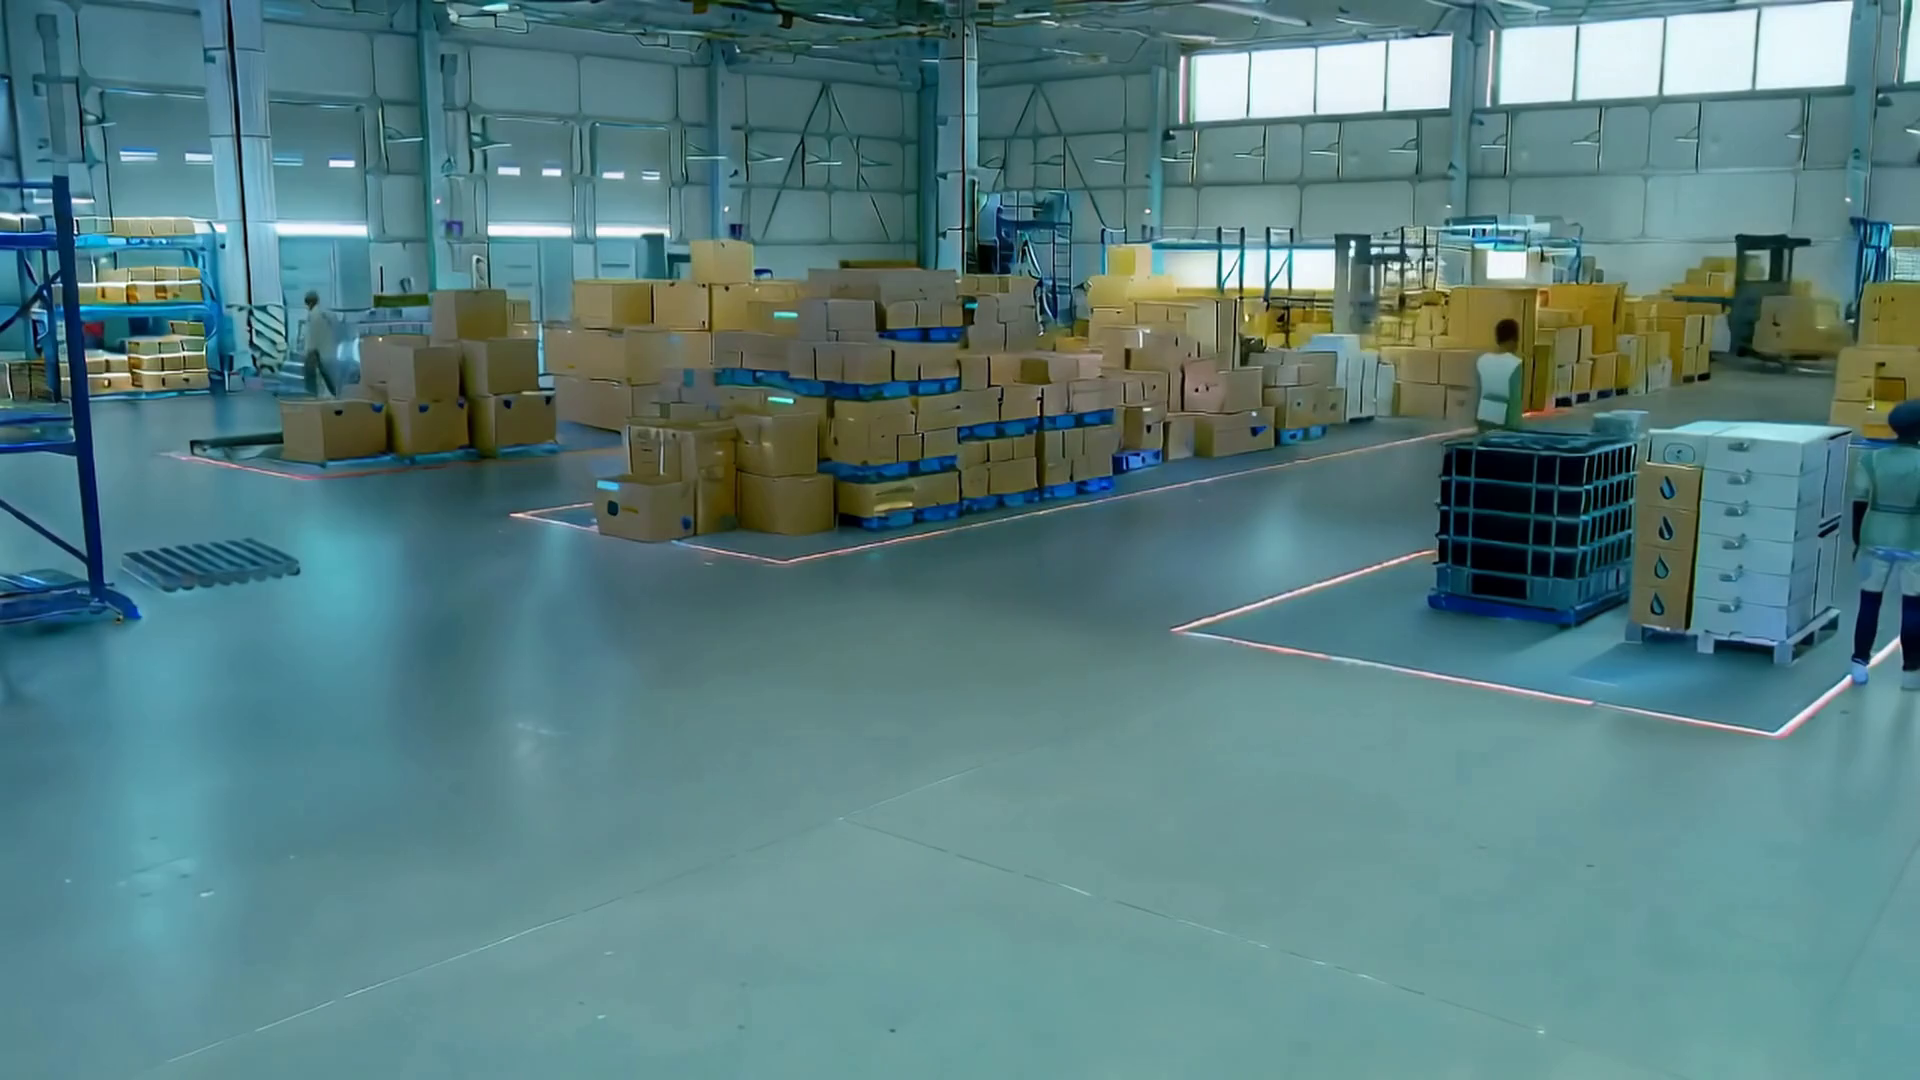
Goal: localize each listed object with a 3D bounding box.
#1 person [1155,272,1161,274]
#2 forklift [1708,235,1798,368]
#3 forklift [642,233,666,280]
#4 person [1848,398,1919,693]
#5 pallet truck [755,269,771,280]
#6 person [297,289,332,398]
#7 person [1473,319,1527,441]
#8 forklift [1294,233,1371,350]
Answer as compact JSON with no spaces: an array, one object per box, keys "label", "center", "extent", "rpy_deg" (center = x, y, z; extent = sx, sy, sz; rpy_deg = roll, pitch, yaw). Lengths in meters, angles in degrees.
[{"label":"person","center":[4.997,-5.809,42.146],"extent":[0.542,1.939,0.362],"rpy_deg":[-5,11,-27]},{"label":"forklift","center":[17.013,-5.122,35.554],"extent":[1.129,2.768,1.873],"rpy_deg":[0,10,0]},{"label":"forklift","center":[-5.931,-4.602,32.595],"extent":[1.873,2.768,1.129],"rpy_deg":[-2,10,-10]},{"label":"person","center":[5.410,0.029,9.592],"extent":[0.540,1.695,0.317],"rpy_deg":[8,13,39]},{"label":"pallet truck","center":[-4.996,-6.432,45.525],"extent":[1.885,1.965,0.823],"rpy_deg":[-6,12,-32]},{"label":"person","center":[-10.176,-2.942,25.908],"extent":[0.784,1.915,0.659],"rpy_deg":[-6,12,-30]},{"label":"person","center":[4.981,-1.106,15.488],"extent":[0.667,1.901,0.595],"rpy_deg":[-4,11,-21]},{"label":"forklift","center":[7.598,-4.578,32.457],"extent":[1.873,2.768,1.129],"rpy_deg":[8,13,40]}]
